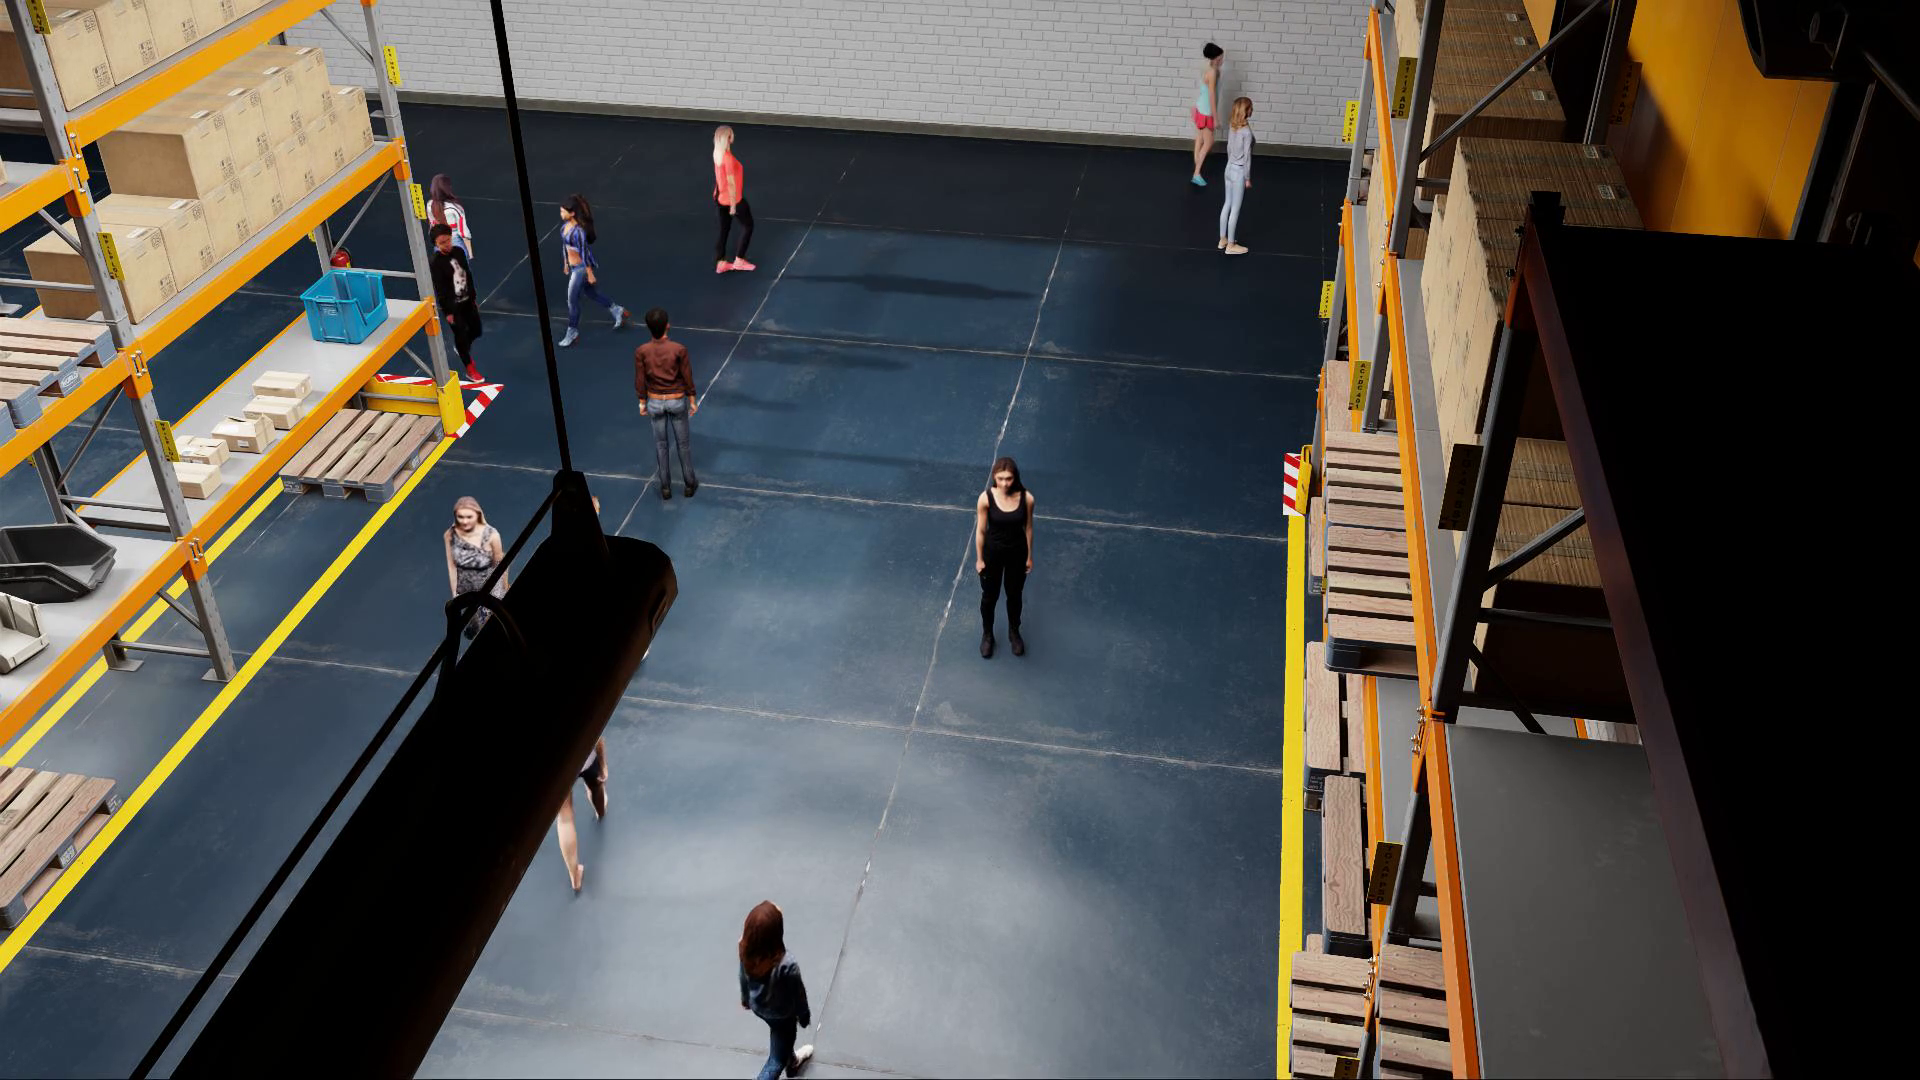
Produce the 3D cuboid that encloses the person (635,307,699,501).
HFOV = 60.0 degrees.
[{"bbox_3d":[-2.522,-1.169,14.331,0.704,1.778,0.611,-3,34,-5],"label":"person"}]

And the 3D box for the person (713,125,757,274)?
[{"bbox_3d":[-2.616,-3.697,18.224,0.815,1.679,0.754,-21,39,-29],"label":"person"}]

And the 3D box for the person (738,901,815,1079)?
[{"bbox_3d":[-1.051,2.570,8.999,0.822,1.454,1.041,21,39,28],"label":"person"}]

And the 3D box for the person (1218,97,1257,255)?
[{"bbox_3d":[3.123,-4.116,18.749,0.725,1.796,0.608,-11,35,-16],"label":"person"}]

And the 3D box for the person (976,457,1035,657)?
[{"bbox_3d":[0.335,0.116,12.479,0.646,1.688,0.621,-3,34,-4],"label":"person"}]

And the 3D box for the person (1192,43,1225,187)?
[{"bbox_3d":[3.040,-5.304,20.564,0.832,1.765,0.517,-7,34,-10],"label":"person"}]

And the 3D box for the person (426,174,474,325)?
[{"bbox_3d":[-5.296,-3.022,17.270,0.584,1.611,0.487,6,34,8],"label":"person"}]

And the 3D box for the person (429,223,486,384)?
[{"bbox_3d":[-4.944,-2.319,16.168,0.818,1.661,0.777,22,39,29],"label":"person"}]

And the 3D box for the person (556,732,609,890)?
[{"bbox_3d":[-2.469,1.456,10.491,0.845,1.657,1.174,-5,34,-7],"label":"person"}]

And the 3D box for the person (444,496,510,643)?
[{"bbox_3d":[-3.460,0.361,12.116,0.601,1.682,0.956,3,34,4],"label":"person"}]

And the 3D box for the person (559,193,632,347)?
[{"bbox_3d":[-3.780,-2.758,16.893,1.080,1.588,1.061,-18,38,-25],"label":"person"}]
